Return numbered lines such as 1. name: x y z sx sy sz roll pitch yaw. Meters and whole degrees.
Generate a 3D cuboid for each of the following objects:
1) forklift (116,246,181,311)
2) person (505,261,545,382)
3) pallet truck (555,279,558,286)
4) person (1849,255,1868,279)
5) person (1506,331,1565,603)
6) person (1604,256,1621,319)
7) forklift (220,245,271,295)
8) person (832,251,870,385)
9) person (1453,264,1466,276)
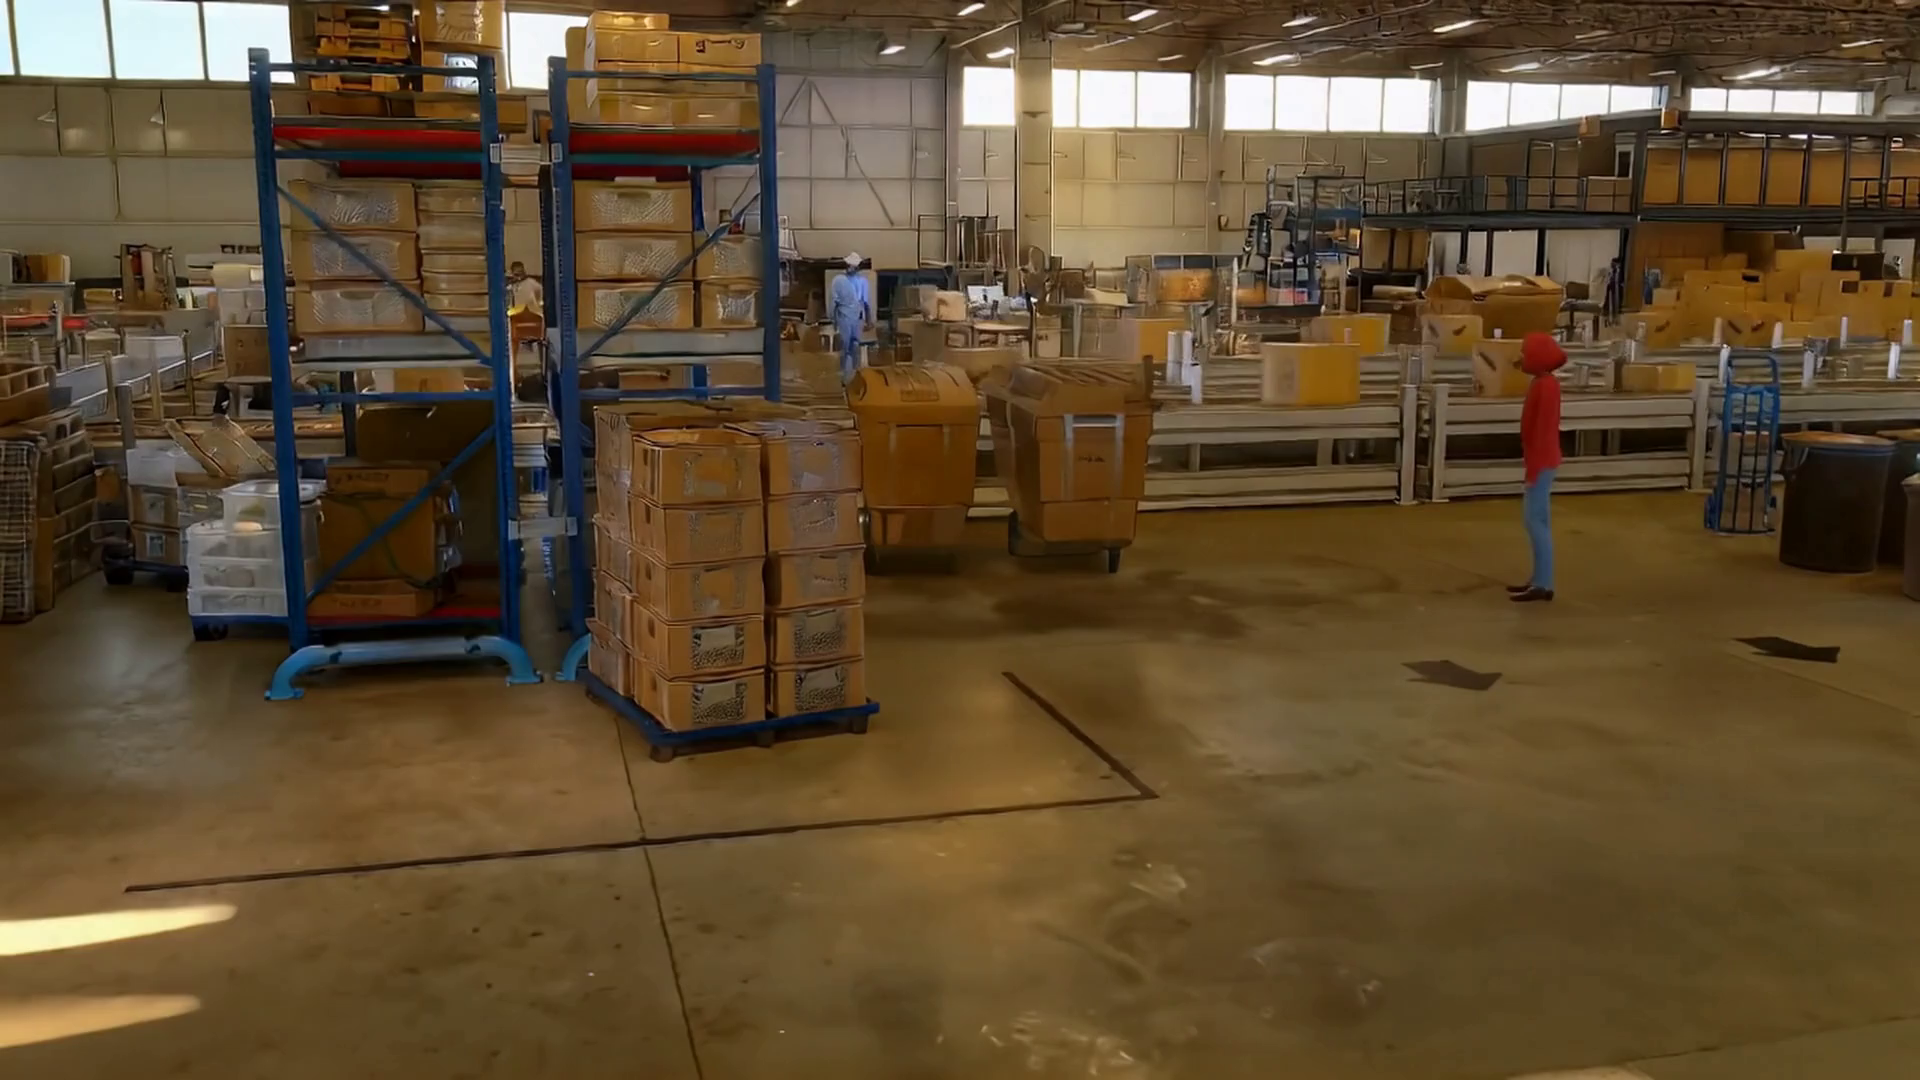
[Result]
1. forklift: -19.966 -6.232 40.894 1.157 1.987 2.680 -3 10 -15
2. person: -6.913 -3.449 26.281 0.676 1.893 0.444 0 10 0
3. pallet truck: -10.604 -6.375 44.520 0.653 1.274 1.630 -3 10 -15
4. person: 24.388 -6.811 45.246 0.600 1.917 0.377 -3 11 -17
5. person: 3.463 -0.434 9.981 0.287 1.626 0.497 3 11 18
6. person: 19.202 -7.419 48.911 0.504 1.840 0.345 -3 10 -15
7. forklift: -17.749 -6.334 41.440 1.157 1.987 2.680 -3 10 -17
8. person: -1.665 -3.408 25.621 0.605 2.045 0.377 -5 11 -26
9. person: 8.834 -3.968 29.463 0.600 1.816 0.629 0 10 2
